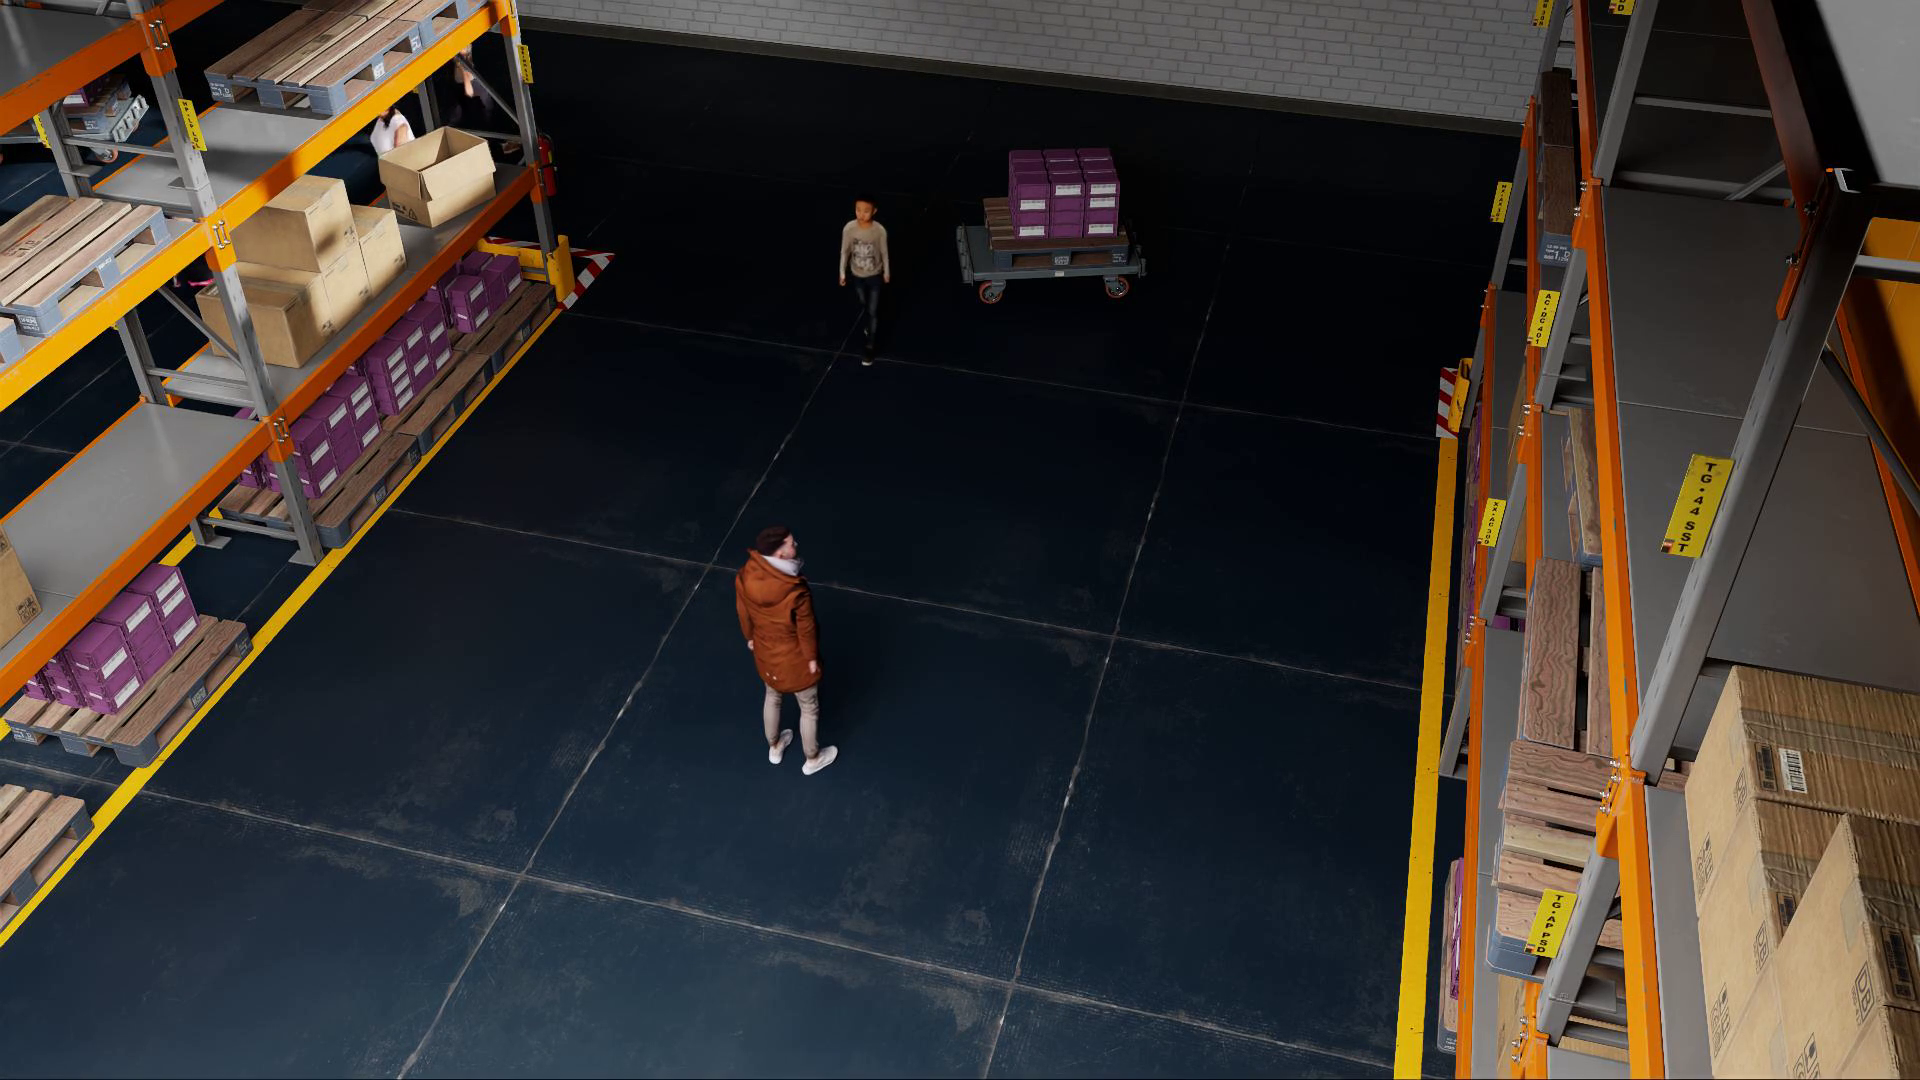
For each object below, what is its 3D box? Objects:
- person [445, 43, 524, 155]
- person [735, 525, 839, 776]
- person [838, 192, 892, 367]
[{"bbox_3d":[-5.067,-4.638,16.694,1.228,1.856,1.079,-27,46,-30],"label":"person"},{"bbox_3d":[-1.057,0.680,10.051,0.785,1.837,0.784,20,43,24],"label":"person"},{"bbox_3d":[-0.774,-2.297,14.098,0.610,1.437,1.002,7,39,9],"label":"person"}]
